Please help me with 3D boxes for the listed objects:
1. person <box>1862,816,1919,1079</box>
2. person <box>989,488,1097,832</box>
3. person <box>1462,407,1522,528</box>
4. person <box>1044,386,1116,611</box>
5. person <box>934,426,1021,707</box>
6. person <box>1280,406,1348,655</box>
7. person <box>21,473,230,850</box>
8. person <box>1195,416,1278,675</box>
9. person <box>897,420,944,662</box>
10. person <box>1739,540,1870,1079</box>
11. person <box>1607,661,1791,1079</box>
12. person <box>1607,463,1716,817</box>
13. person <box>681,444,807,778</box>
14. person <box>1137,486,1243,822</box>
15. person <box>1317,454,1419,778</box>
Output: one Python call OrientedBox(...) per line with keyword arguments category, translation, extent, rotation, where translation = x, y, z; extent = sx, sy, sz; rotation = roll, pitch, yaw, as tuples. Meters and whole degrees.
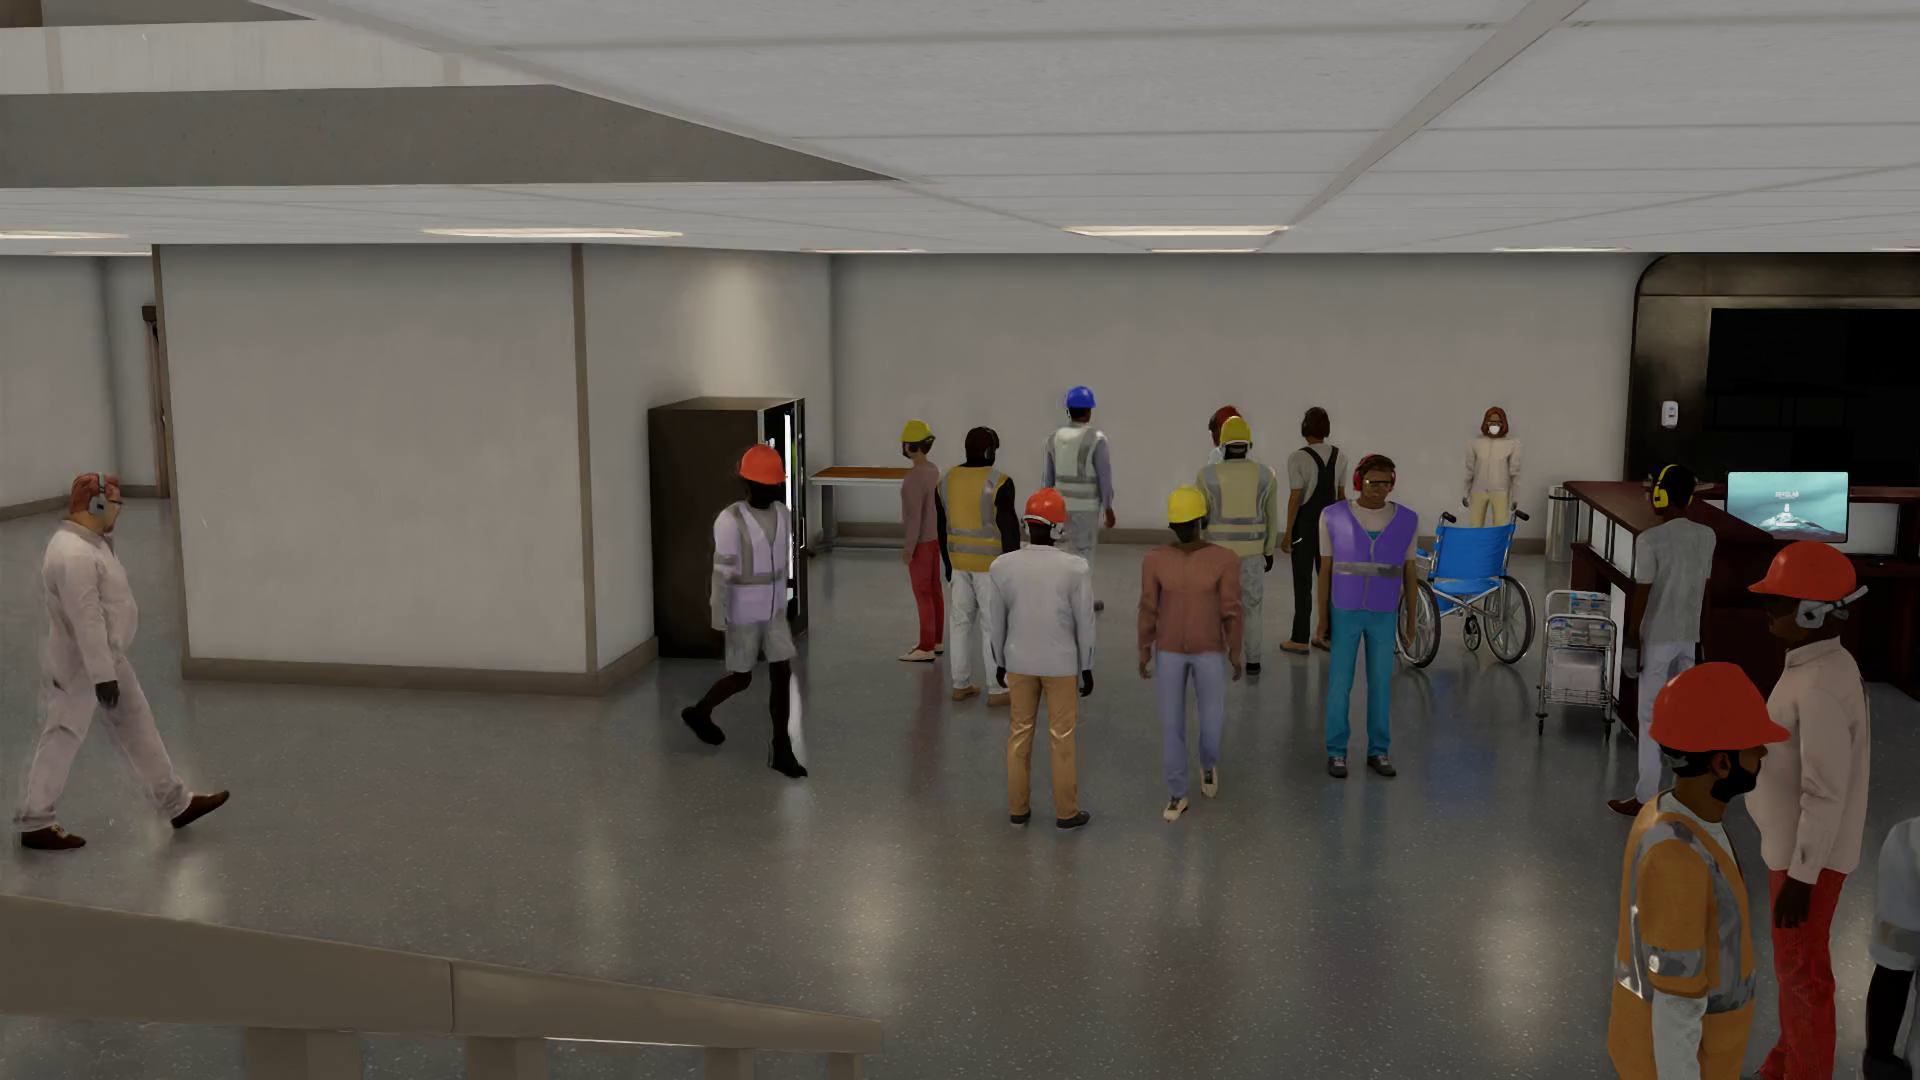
OrientedBox(category="person", translation=(2.399, 1.267, 3.812), extent=(0.612, 1.953, 0.388), rotation=(6, 11, 32))
OrientedBox(category="person", translation=(0.431, 0.607, 8.474), extent=(0.560, 1.753, 0.328), rotation=(4, 10, 21))
OrientedBox(category="person", translation=(4.827, -0.401, 15.115), extent=(0.504, 1.627, 0.285), rotation=(5, 10, 27))
OrientedBox(category="person", translation=(0.910, -0.291, 13.535), extent=(0.876, 1.916, 0.615), rotation=(-8, 12, -42))
OrientedBox(category="person", translation=(0.144, 0.174, 10.908), extent=(0.621, 1.839, 0.429), rotation=(7, 11, 36))
OrientedBox(category="person", translation=(2.624, -0.069, 12.363), extent=(0.514, 1.844, 0.333), rotation=(-4, 10, -23))
OrientedBox(category="person", translation=(-4.234, 0.595, 8.263), extent=(0.973, 1.843, 0.703), rotation=(-3, 10, -17))
OrientedBox(category="person", translation=(1.928, 0.046, 11.686), extent=(0.587, 1.837, 0.404), rotation=(0, 9, -1))
OrientedBox(category="person", translation=(-0.300, 0.006, 12.148), extent=(0.331, 1.768, 0.526), rotation=(3, 10, 19))
OrientedBox(category="person", translation=(2.701, 0.989, 5.381), extent=(0.384, 1.996, 0.610), rotation=(4, 10, 25))
OrientedBox(category="person", translation=(1.735, 1.242, 3.983), extent=(0.344, 1.942, 0.547), rotation=(4, 10, 22))
OrientedBox(category="person", translation=(3.657, 0.532, 8.625), extent=(0.509, 1.862, 0.328), rotation=(-4, 10, -21))
OrientedBox(category="person", translation=(-1.230, 0.376, 9.474), extent=(0.819, 1.901, 0.583), rotation=(8, 12, 42))
OrientedBox(category="person", translation=(1.193, 0.580, 8.655), extent=(0.547, 1.753, 0.414), rotation=(3, 10, 16))
OrientedBox(category="person", translation=(2.294, 0.423, 9.388), extent=(0.564, 1.833, 0.421), rotation=(0, 9, 1))
